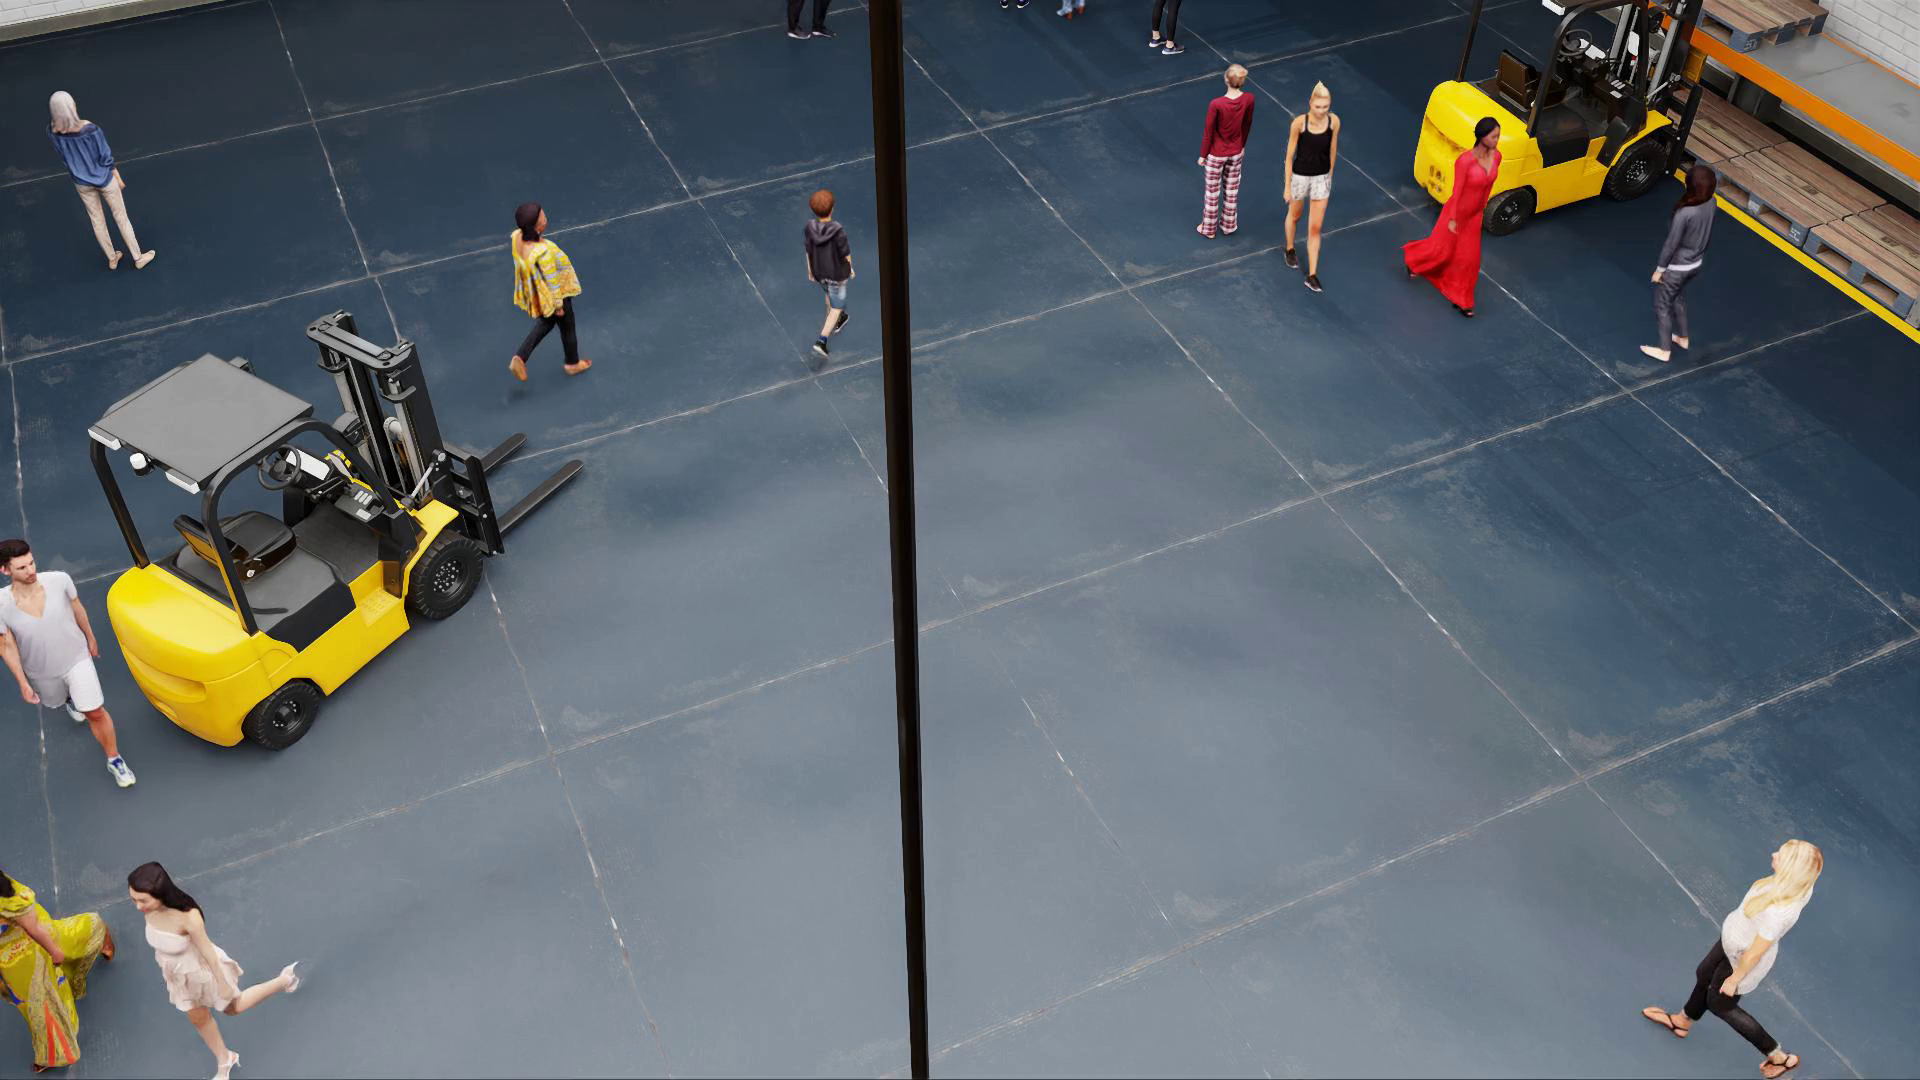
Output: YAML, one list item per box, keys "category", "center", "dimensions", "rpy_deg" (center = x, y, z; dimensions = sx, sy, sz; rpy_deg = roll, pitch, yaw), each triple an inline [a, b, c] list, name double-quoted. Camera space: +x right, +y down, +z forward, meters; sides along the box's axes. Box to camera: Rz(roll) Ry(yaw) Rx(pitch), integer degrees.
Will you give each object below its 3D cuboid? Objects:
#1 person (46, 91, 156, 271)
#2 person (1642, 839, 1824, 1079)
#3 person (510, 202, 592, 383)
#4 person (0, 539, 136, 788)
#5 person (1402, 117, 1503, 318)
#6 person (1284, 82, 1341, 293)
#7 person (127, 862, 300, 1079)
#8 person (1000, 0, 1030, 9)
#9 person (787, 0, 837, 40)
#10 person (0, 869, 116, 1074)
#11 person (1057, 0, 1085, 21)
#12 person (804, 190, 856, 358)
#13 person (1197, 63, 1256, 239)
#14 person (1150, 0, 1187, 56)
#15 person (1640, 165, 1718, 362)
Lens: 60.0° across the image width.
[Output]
- category: "person"
  center: [-7.450, -3.090, 14.327]
  dimensions: [0.692, 1.694, 0.692]
  rpy_deg: [-1, 44, -1]
- category: "person"
  center: [4.194, 2.207, 8.676]
  dimensions: [1.102, 1.807, 0.941]
  rpy_deg: [24, 49, 23]
- category: "person"
  center: [-3.322, -1.901, 13.111]
  dimensions: [0.932, 1.639, 0.960]
  rpy_deg: [-33, 52, -29]
- category: "person"
  center: [-5.616, 0.684, 10.271]
  dimensions: [0.873, 1.813, 1.285]
  rpy_deg: [-26, 49, -25]
- category: "person"
  center: [4.150, -2.744, 13.920]
  dimensions: [0.642, 1.754, 1.061]
  rpy_deg: [-15, 46, -16]
- category: "person"
  center: [2.968, -3.148, 14.291]
  dimensions: [0.861, 1.816, 1.088]
  rpy_deg: [-3, 44, -3]
- category: "person"
  center: [-3.933, 2.207, 8.742]
  dimensions: [0.968, 1.716, 1.005]
  rpy_deg: [17, 46, 17]
- category: "person"
  center: [0.589, -6.425, 18.137]
  dimensions: [0.586, 1.256, 0.624]
  rpy_deg: [6, 44, 6]
- category: "person"
  center: [-1.736, -6.065, 17.419]
  dimensions: [0.903, 1.726, 0.836]
  rpy_deg: [17, 46, 17]
- category: "person"
  center: [-5.016, 2.092, 8.935]
  dimensions: [1.097, 1.627, 1.199]
  rpy_deg: [10, 44, 10]
- category: "person"
  center: [1.239, -6.424, 17.873]
  dimensions: [0.672, 1.619, 0.640]
  rpy_deg: [-31, 51, -28]
- category: "person"
  center: [-1.080, -2.155, 13.533]
  dimensions: [0.937, 1.423, 0.937]
  rpy_deg: [20, 47, 20]
- category: "person"
  center: [2.341, -3.442, 14.691]
  dimensions: [0.625, 1.690, 0.515]
  rpy_deg: [-15, 46, -15]
- category: "person"
  center: [2.196, -5.904, 17.279]
  dimensions: [0.669, 1.696, 0.546]
  rpy_deg: [-24, 49, -23]
- category: "person"
  center: [5.828, -2.189, 13.339]
  dimensions: [0.731, 1.741, 0.685]
  rpy_deg: [-19, 47, -19]
